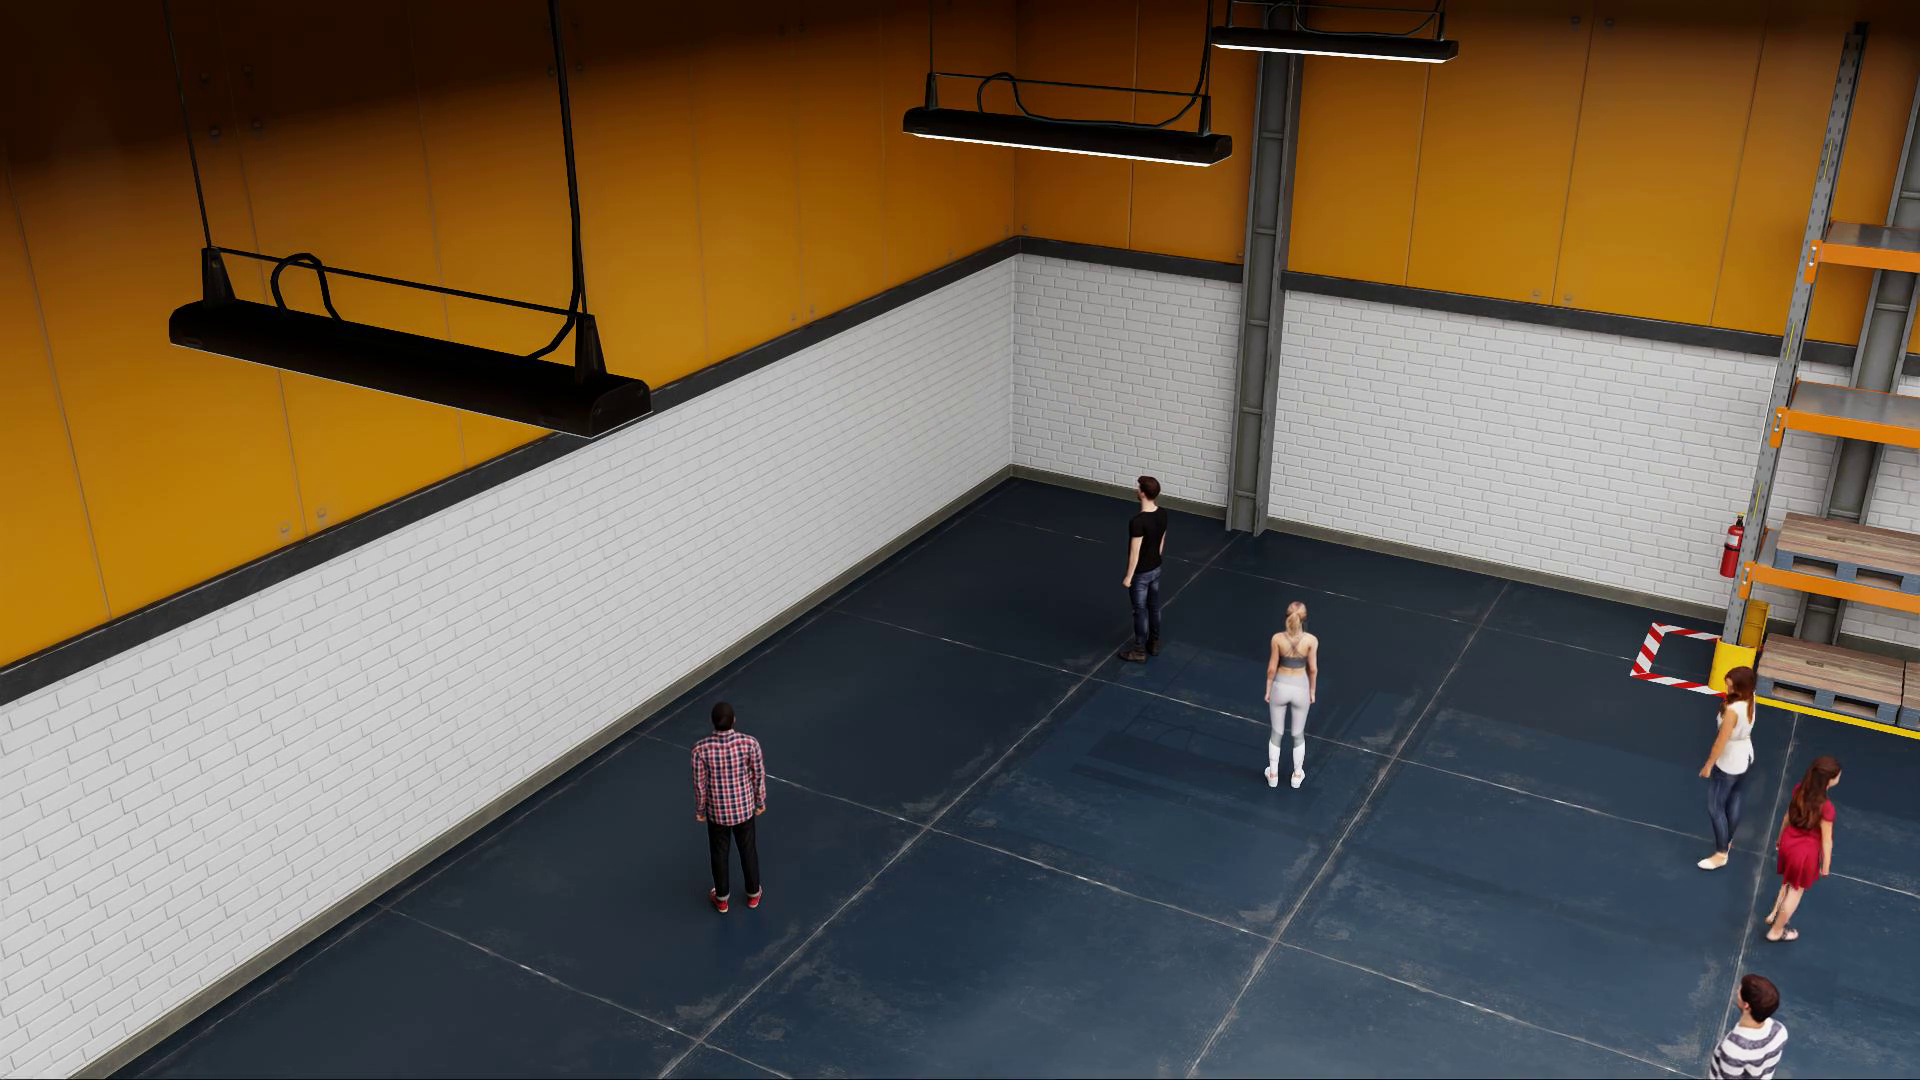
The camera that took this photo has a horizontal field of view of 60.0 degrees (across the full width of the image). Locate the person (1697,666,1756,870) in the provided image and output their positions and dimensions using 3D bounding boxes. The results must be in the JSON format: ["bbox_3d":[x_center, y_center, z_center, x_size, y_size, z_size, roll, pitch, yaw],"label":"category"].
[{"bbox_3d":[6.059,1.711,12.946,0.788,1.757,0.641,-14,27,-28],"label":"person"}]

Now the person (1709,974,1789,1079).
[{"bbox_3d":[4.355,3.229,9.352,0.723,1.854,0.703,-14,27,-29],"label":"person"}]

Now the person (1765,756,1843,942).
[{"bbox_3d":[6.015,2.247,11.997,0.770,1.536,0.711,-8,25,-17],"label":"person"}]

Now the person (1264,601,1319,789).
[{"bbox_3d":[2.771,1.292,13.974,0.574,1.702,0.700,3,24,8],"label":"person"}]

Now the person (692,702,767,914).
[{"bbox_3d":[-1.709,1.968,12.355,0.782,1.761,0.844,-6,24,-13],"label":"person"}]

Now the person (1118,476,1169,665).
[{"bbox_3d":[1.794,0.281,16.045,0.655,1.896,0.713,21,31,39],"label":"person"}]
